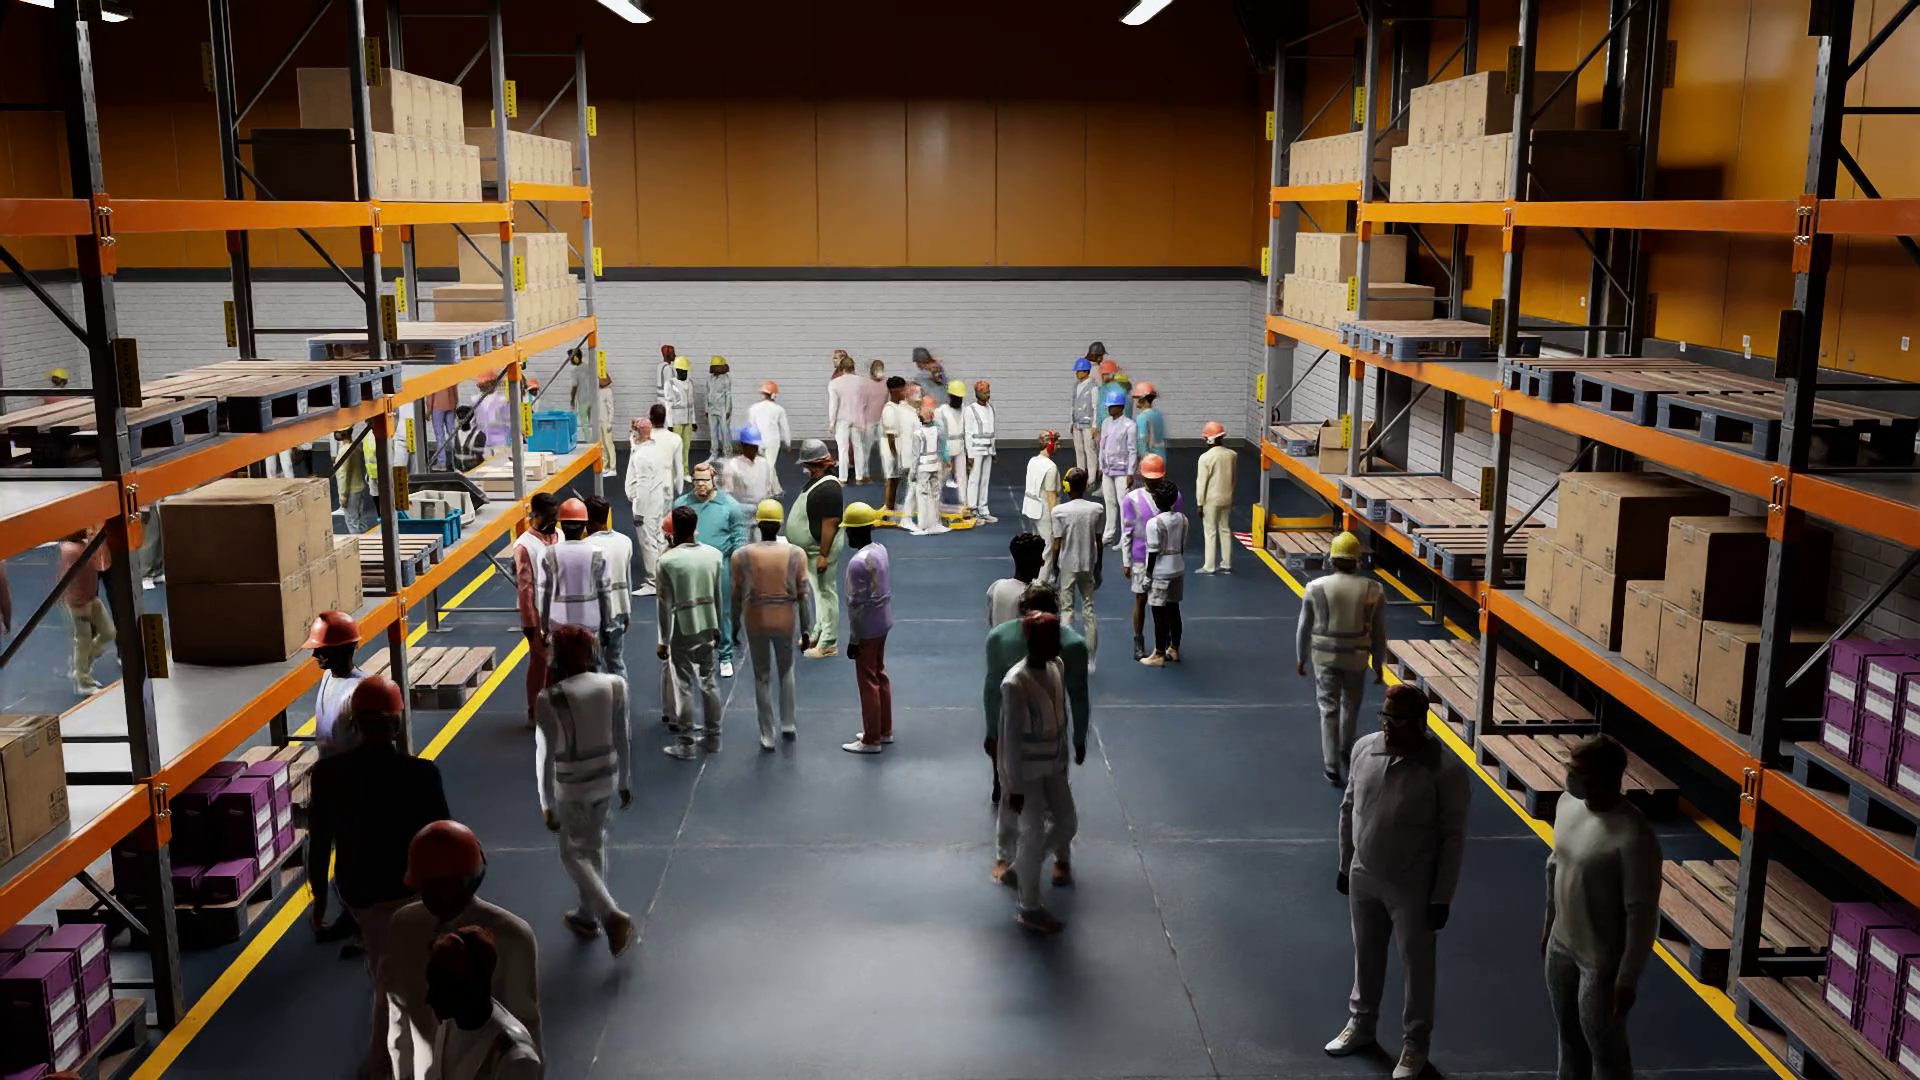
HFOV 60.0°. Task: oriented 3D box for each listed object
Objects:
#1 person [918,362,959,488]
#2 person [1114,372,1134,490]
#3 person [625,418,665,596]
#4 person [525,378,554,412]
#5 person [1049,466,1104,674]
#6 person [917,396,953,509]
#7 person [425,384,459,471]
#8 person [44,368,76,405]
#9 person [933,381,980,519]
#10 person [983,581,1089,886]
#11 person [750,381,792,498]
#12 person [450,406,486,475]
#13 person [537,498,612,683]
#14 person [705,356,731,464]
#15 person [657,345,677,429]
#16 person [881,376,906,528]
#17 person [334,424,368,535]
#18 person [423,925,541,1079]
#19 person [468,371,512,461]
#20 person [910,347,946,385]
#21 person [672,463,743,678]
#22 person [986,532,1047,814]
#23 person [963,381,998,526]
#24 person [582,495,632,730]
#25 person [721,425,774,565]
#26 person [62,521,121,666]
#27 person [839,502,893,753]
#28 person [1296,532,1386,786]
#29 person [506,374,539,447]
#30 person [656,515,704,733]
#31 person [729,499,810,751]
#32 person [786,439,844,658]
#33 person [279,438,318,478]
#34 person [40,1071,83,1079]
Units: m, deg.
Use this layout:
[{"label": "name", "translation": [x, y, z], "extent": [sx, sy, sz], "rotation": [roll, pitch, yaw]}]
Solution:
[{"label": "person", "translation": [-0.440, -1.728, 24.743], "extent": [0.643, 1.872, 0.930], "rotation": [-11, 15, -43]}, {"label": "person", "translation": [2.374, -1.596, 24.422], "extent": [0.324, 1.732, 0.490], "rotation": [-4, 12, -19]}, {"label": "person", "translation": [-3.367, -0.356, 17.760], "extent": [0.402, 1.904, 0.651], "rotation": [1, 11, 6]}, {"label": "person", "translation": [-6.021, -1.440, 23.601], "extent": [0.591, 1.734, 0.417], "rotation": [-4, 12, -21]}, {"label": "person", "translation": [1.026, 0.276, 14.689], "extent": [0.509, 1.868, 0.328], "rotation": [-4, 12, -19]}, {"label": "person", "translation": [-0.411, -1.026, 21.647], "extent": [0.887, 1.699, 0.572], "rotation": [9, 14, 38]}, {"label": "person", "translation": [-8.184, -2.087, 26.231], "extent": [0.398, 1.989, 0.629], "rotation": [7, 13, 32]}, {"label": "person", "translation": [-13.367, -1.695, 24.885], "extent": [0.537, 1.737, 0.773], "rotation": [1, 11, 4]}, {"label": "person", "translation": [-0.091, -1.163, 21.923], "extent": [0.614, 1.868, 0.826], "rotation": [-6, 13, -29]}, {"label": "person", "translation": [0.456, 1.166, 10.117], "extent": [0.644, 1.921, 0.399], "rotation": [2, 12, 12]}, {"label": "person", "translation": [-2.674, -1.371, 23.356], "extent": [0.580, 1.710, 0.896], "rotation": [6, 13, 28]}, {"label": "person", "translation": [-6.170, -0.859, 20.847], "extent": [0.536, 1.674, 0.544], "rotation": [3, 12, 16]}, {"label": "person", "translation": [-2.945, 0.637, 12.749], "extent": [0.552, 1.923, 0.392], "rotation": [-4, 12, -17]}, {"label": "person", "translation": [-3.919, -2.100, 26.906], "extent": [0.487, 1.746, 0.288], "rotation": [6, 13, 26]}, {"label": "person", "translation": [-4.814, -2.272, 27.417], "extent": [0.337, 1.882, 0.585], "rotation": [-5, 12, -25]}, {"label": "person", "translation": [-0.838, -1.152, 21.598], "extent": [0.367, 1.966, 0.603], "rotation": [1, 11, 3]}, {"label": "person", "translation": [-7.017, -0.551, 19.104], "extent": [0.340, 1.761, 0.524], "rotation": [0, 11, -2]}, {"label": "person", "translation": [-1.523, 2.125, 5.404], "extent": [0.358, 1.877, 0.578], "rotation": [-9, 14, -38]}, {"label": "person", "translation": [-6.284, -1.350, 22.477], "extent": [0.667, 2.015, 0.637], "rotation": [2, 11, 11]}, {"label": "person", "translation": [-0.492, -2.034, 25.831], "extent": [0.548, 2.000, 0.736], "rotation": [5, 12, 24]}, {"label": "person", "translation": [-2.233, 0.268, 14.629], "extent": [0.642, 1.909, 0.409], "rotation": [0, 11, 0]}, {"label": "person", "translation": [0.414, 0.909, 11.299], "extent": [0.370, 1.958, 0.599], "rotation": [-8, 14, -36]}, {"label": "person", "translation": [0.283, -1.137, 21.735], "extent": [0.355, 1.882, 0.576], "rotation": [9, 14, 37]}, {"label": "person", "translation": [-2.776, 0.597, 12.989], "extent": [0.414, 1.906, 0.600], "rotation": [6, 13, 28]}, {"label": "person", "translation": [-2.207, -0.237, 17.085], "extent": [0.628, 1.931, 0.646], "rotation": [-10, 15, -40]}, {"label": "person", "translation": [-7.763, 0.200, 14.997], "extent": [0.598, 1.894, 0.823], "rotation": [-9, 14, -37]}, {"label": "person", "translation": [-0.721, 0.662, 12.636], "extent": [0.403, 1.919, 0.581], "rotation": [3, 12, 14]}, {"label": "person", "translation": [2.757, 0.820, 12.128], "extent": [0.621, 1.792, 0.872], "rotation": [1, 11, 5]}, {"label": "person", "translation": [-6.083, -1.388, 23.084], "extent": [0.505, 1.847, 0.347], "rotation": [-4, 12, -19]}, {"label": "person", "translation": [-2.212, 0.640, 13.147], "extent": [0.342, 1.748, 0.572], "rotation": [-4, 12, -20]}, {"label": "person", "translation": [-1.467, 0.635, 12.795], "extent": [0.601, 1.900, 0.666], "rotation": [-2, 12, -11]}, {"label": "person", "translation": [-1.335, 0.060, 15.331], "extent": [0.536, 2.000, 0.677], "rotation": [-2, 11, -11]}, {"label": "person", "translation": [-9.843, -1.630, 24.728], "extent": [0.534, 1.674, 0.709], "rotation": [10, 15, 40]}, {"label": "person", "translation": [-2.329, 2.311, 4.441], "extent": [0.572, 1.883, 0.356], "rotation": [0, 11, 2]}]
